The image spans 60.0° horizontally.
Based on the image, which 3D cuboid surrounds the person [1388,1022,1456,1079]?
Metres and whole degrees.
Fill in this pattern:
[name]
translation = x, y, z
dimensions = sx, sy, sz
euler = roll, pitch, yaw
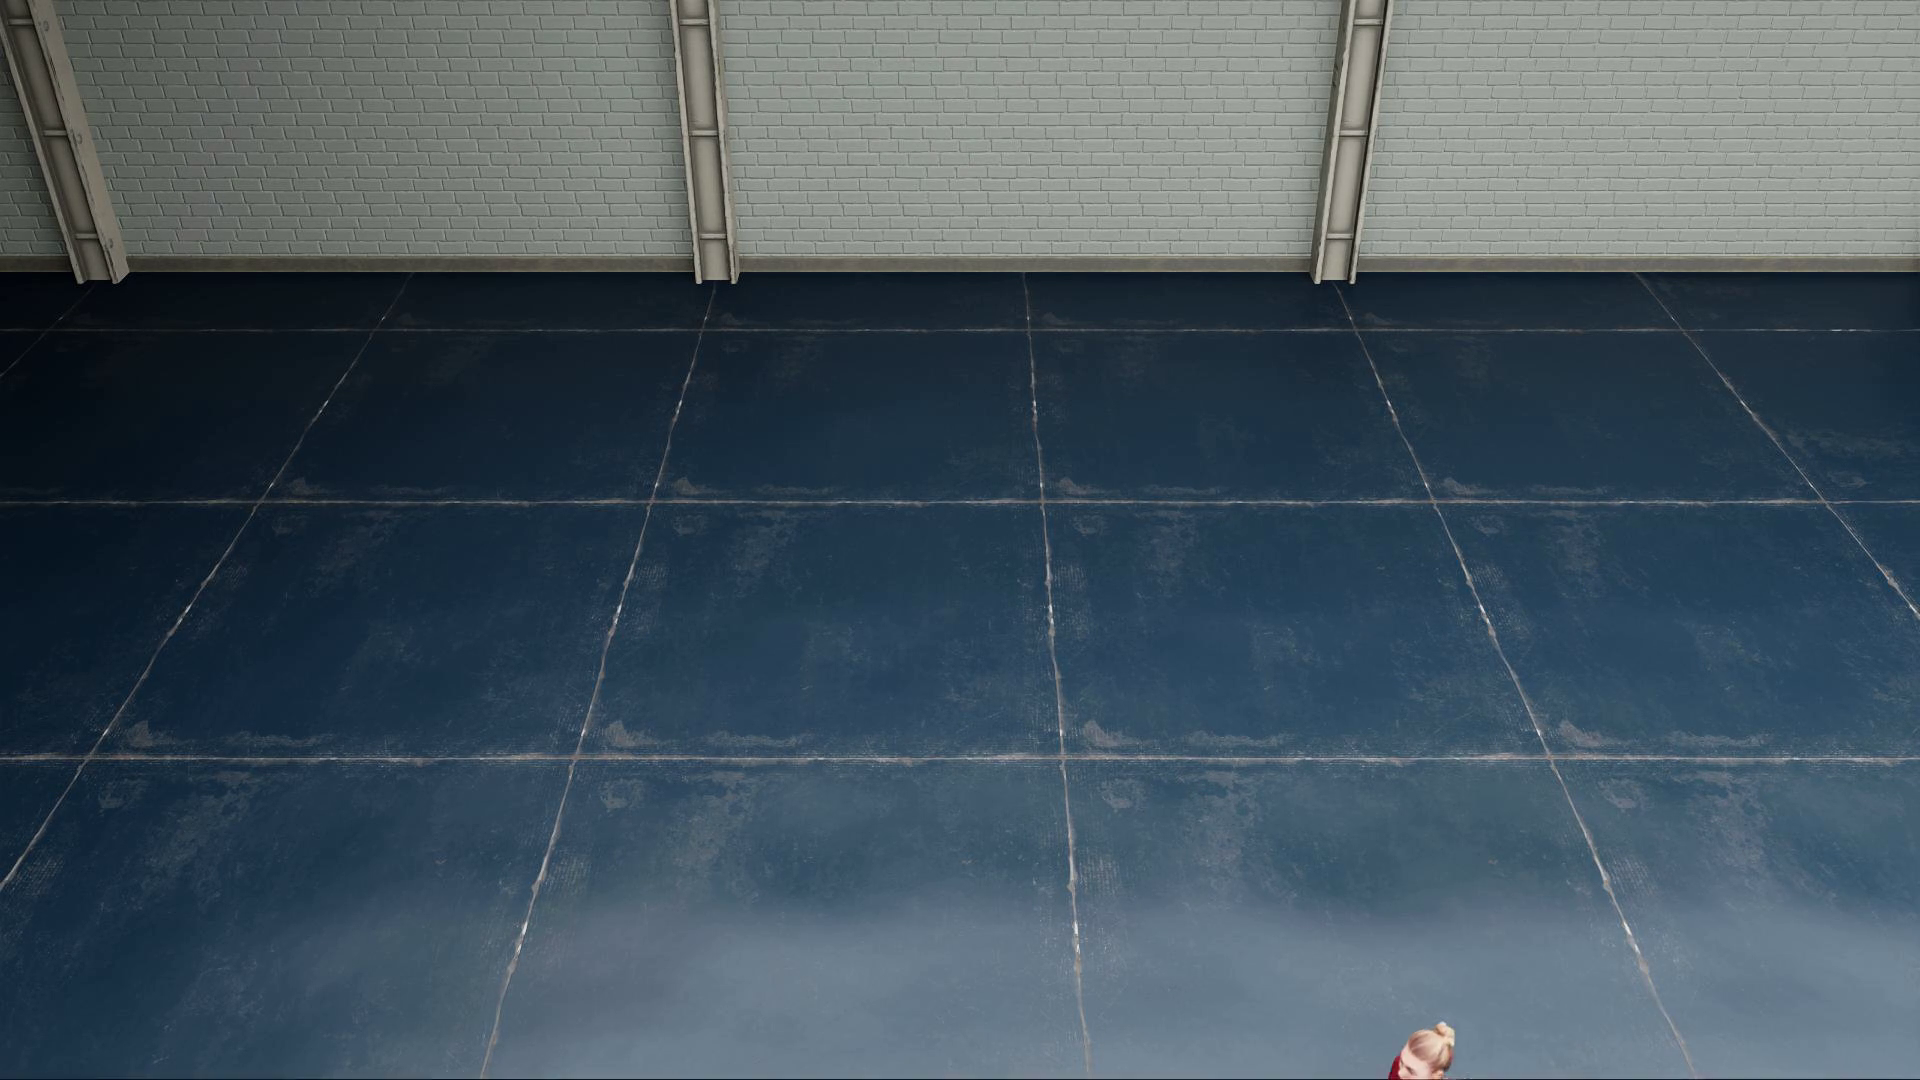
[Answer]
[person]
translation = 1.880, 2.603, 6.772
dimensions = 1.145, 1.651, 0.956
euler = -17, 37, -24
